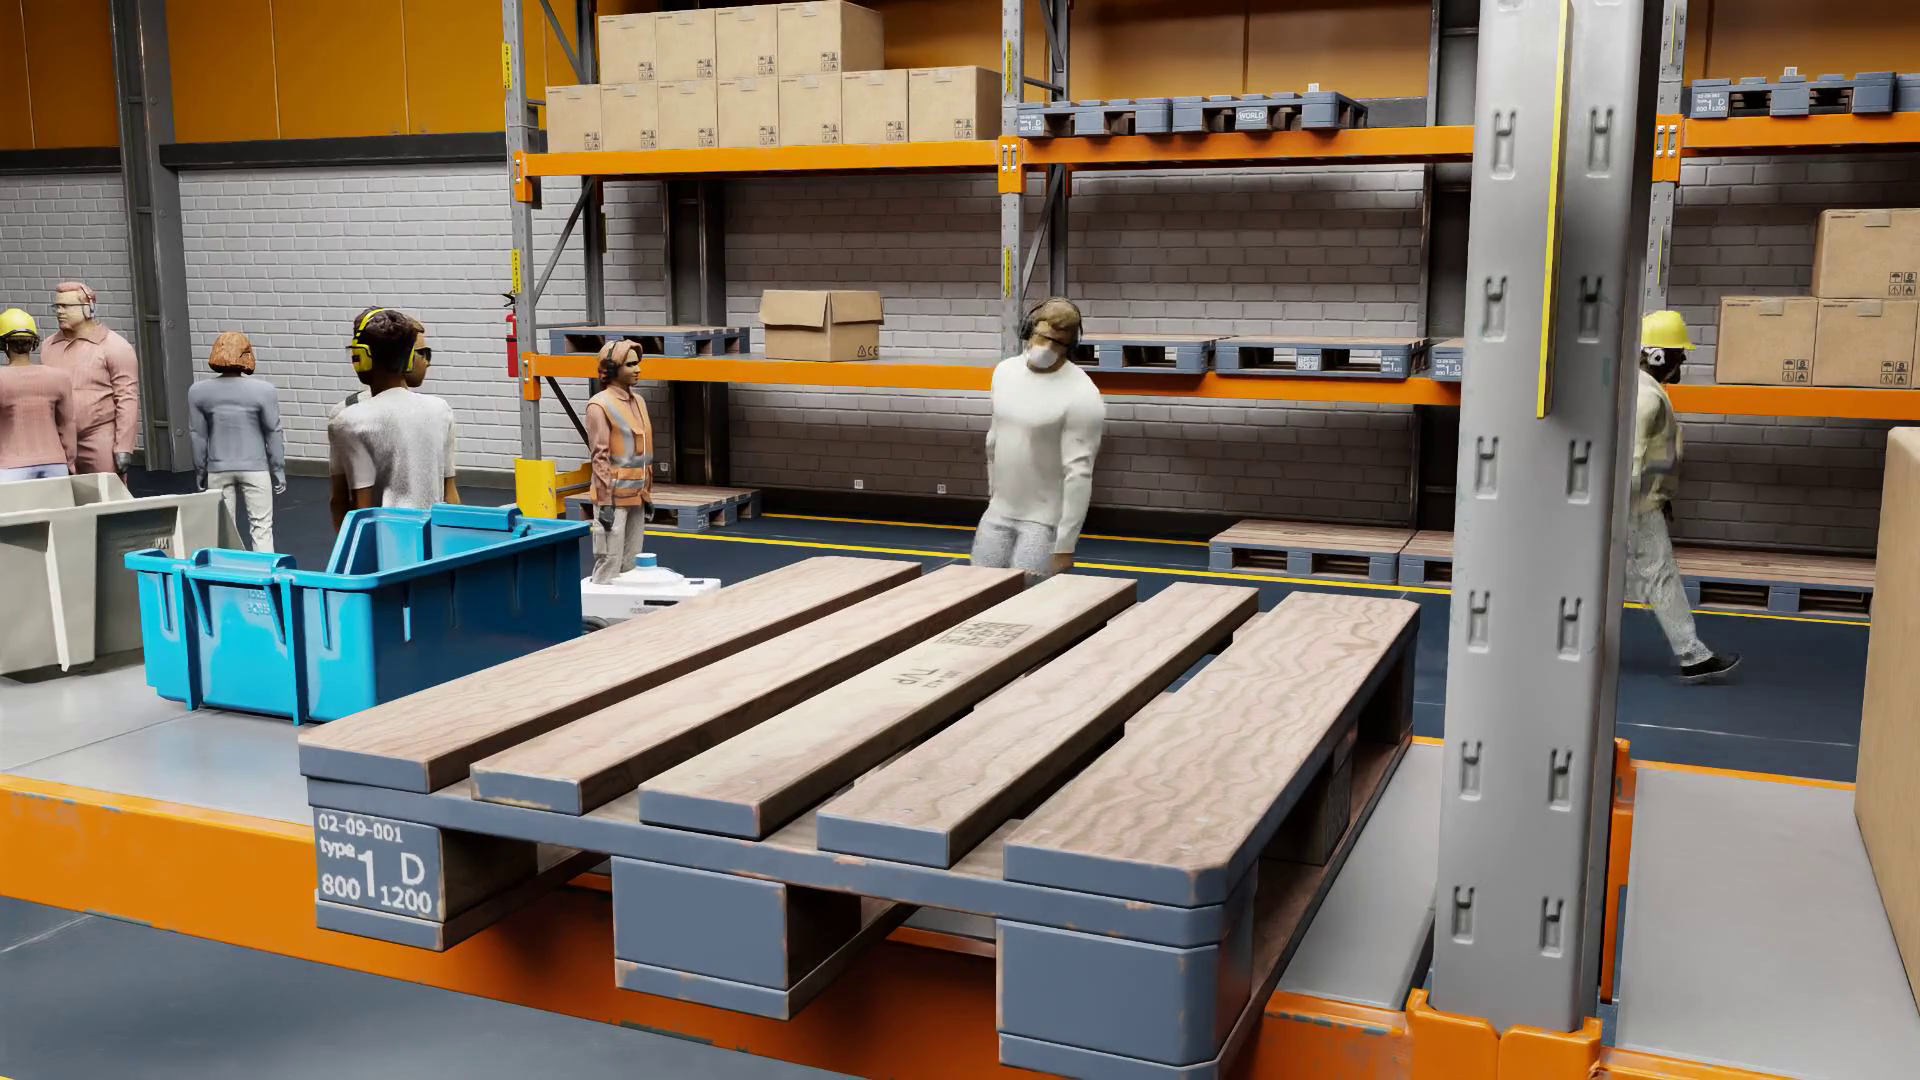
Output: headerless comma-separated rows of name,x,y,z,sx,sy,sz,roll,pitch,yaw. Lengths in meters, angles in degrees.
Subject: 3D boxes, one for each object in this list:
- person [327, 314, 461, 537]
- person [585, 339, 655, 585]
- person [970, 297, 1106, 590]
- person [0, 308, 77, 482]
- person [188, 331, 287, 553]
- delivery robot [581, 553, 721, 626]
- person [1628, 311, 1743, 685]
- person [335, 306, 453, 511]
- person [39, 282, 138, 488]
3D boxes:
person,-2.049,0.093,6.109,0.506,1.842,0.348,2,10,14
person,-1.704,-0.187,8.387,0.309,1.641,0.513,2,10,14
person,0.312,-0.071,6.972,0.371,1.883,0.724,-8,12,-40
person,-5.218,-0.405,9.321,0.314,1.769,0.525,7,12,38
person,-4.137,-0.378,9.556,0.507,1.632,0.264,-1,10,-7
delivery robot,-1.572,0.310,8.376,0.707,0.478,0.477,1,10,6
person,3.343,-0.202,8.033,0.891,1.783,0.603,1,10,8
person,-1.987,0.122,5.866,0.335,1.869,0.521,5,11,28
person,-5.201,-0.569,9.885,0.643,1.909,0.410,2,10,12
